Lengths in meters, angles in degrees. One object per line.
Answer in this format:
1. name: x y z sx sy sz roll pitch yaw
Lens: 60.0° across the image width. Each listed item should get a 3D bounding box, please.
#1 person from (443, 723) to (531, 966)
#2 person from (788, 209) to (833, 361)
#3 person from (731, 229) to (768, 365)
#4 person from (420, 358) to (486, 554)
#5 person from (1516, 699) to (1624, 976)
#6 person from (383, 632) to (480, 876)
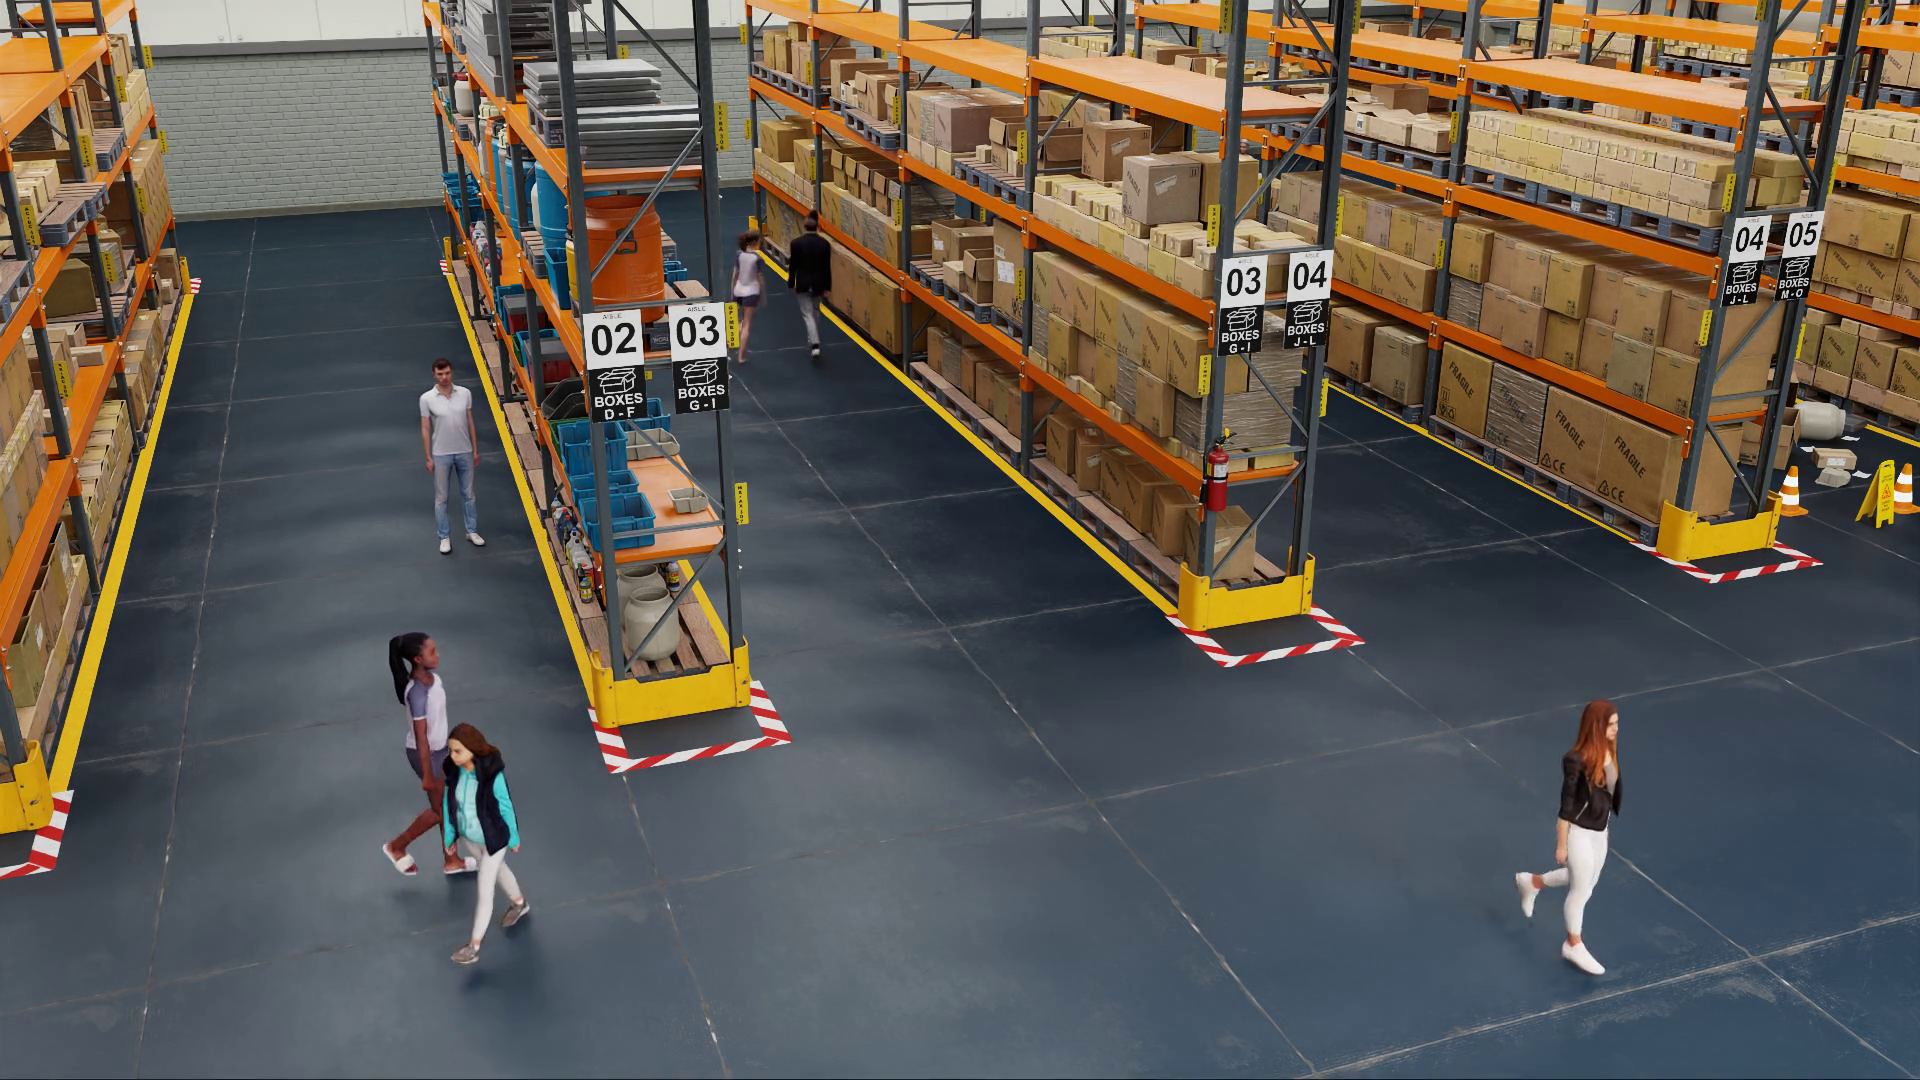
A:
1. person: -2.787 1.725 9.907 0.964 1.455 1.011 10 24 23
2. person: -1.926 -3.273 21.531 0.682 1.908 1.213 -8 24 -18
3. person: -2.773 -3.129 21.408 0.755 1.733 0.829 7 23 16
4. person: -4.760 -0.814 15.593 0.688 1.850 0.603 -13 26 -28
5. person: 3.581 1.677 9.722 0.760 1.685 1.011 -15 27 -33
6. person: -3.402 1.369 10.442 0.757 1.709 0.825 -3 22 -7
